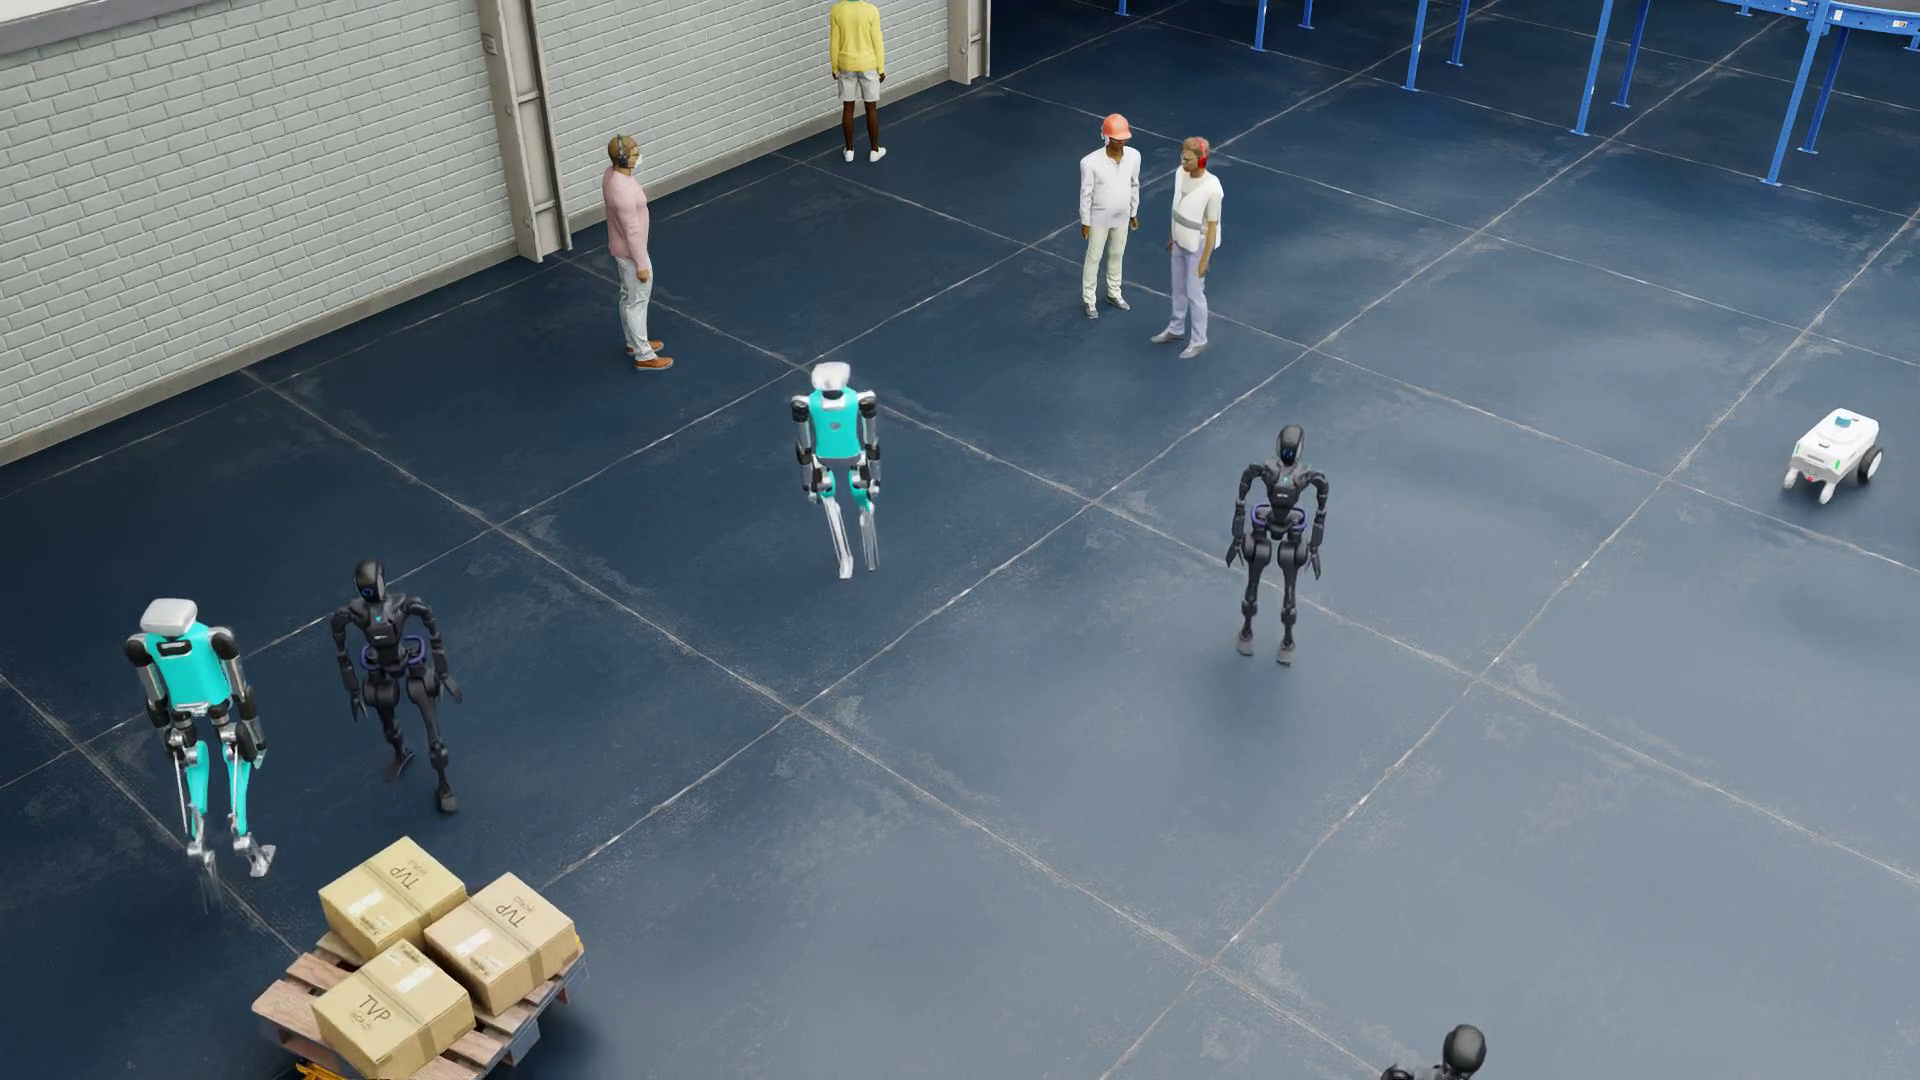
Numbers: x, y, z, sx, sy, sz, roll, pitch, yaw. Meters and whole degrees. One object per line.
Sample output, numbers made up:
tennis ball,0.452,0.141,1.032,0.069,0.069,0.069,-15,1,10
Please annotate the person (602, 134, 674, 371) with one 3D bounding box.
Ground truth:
person,-2.579,-2.273,13.141,0.373,1.940,0.626,-12,37,-17

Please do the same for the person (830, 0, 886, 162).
person,-1.019,-4.710,16.597,0.543,1.899,0.376,3,36,5

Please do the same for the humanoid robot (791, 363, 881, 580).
humanoid robot,-0.777,-0.451,10.797,0.544,1.813,0.778,-2,36,-3

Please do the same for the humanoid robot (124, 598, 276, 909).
humanoid robot,-3.851,1.204,8.504,0.546,1.870,0.688,-3,36,-4

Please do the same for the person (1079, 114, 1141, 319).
person,1.257,-2.718,13.919,0.563,1.755,0.322,-16,38,-21

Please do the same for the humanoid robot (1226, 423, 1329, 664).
humanoid robot,1.928,0.013,10.151,0.585,1.652,0.337,6,36,9

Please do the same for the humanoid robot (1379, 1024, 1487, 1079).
humanoid robot,1.841,2.520,6.638,0.609,1.655,0.318,11,37,15

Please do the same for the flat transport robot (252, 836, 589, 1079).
flat transport robot,-2.569,2.319,8.131,0.659,0.231,1.431,16,39,21

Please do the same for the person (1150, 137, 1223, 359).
person,1.859,-2.350,13.341,0.402,1.856,0.565,-16,39,-22

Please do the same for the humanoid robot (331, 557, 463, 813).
humanoid robot,-3.064,0.752,9.127,0.603,1.634,0.627,-8,36,-12

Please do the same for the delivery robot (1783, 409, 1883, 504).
delivery robot,6.323,-0.651,12.047,0.765,0.585,0.499,-29,45,-34
